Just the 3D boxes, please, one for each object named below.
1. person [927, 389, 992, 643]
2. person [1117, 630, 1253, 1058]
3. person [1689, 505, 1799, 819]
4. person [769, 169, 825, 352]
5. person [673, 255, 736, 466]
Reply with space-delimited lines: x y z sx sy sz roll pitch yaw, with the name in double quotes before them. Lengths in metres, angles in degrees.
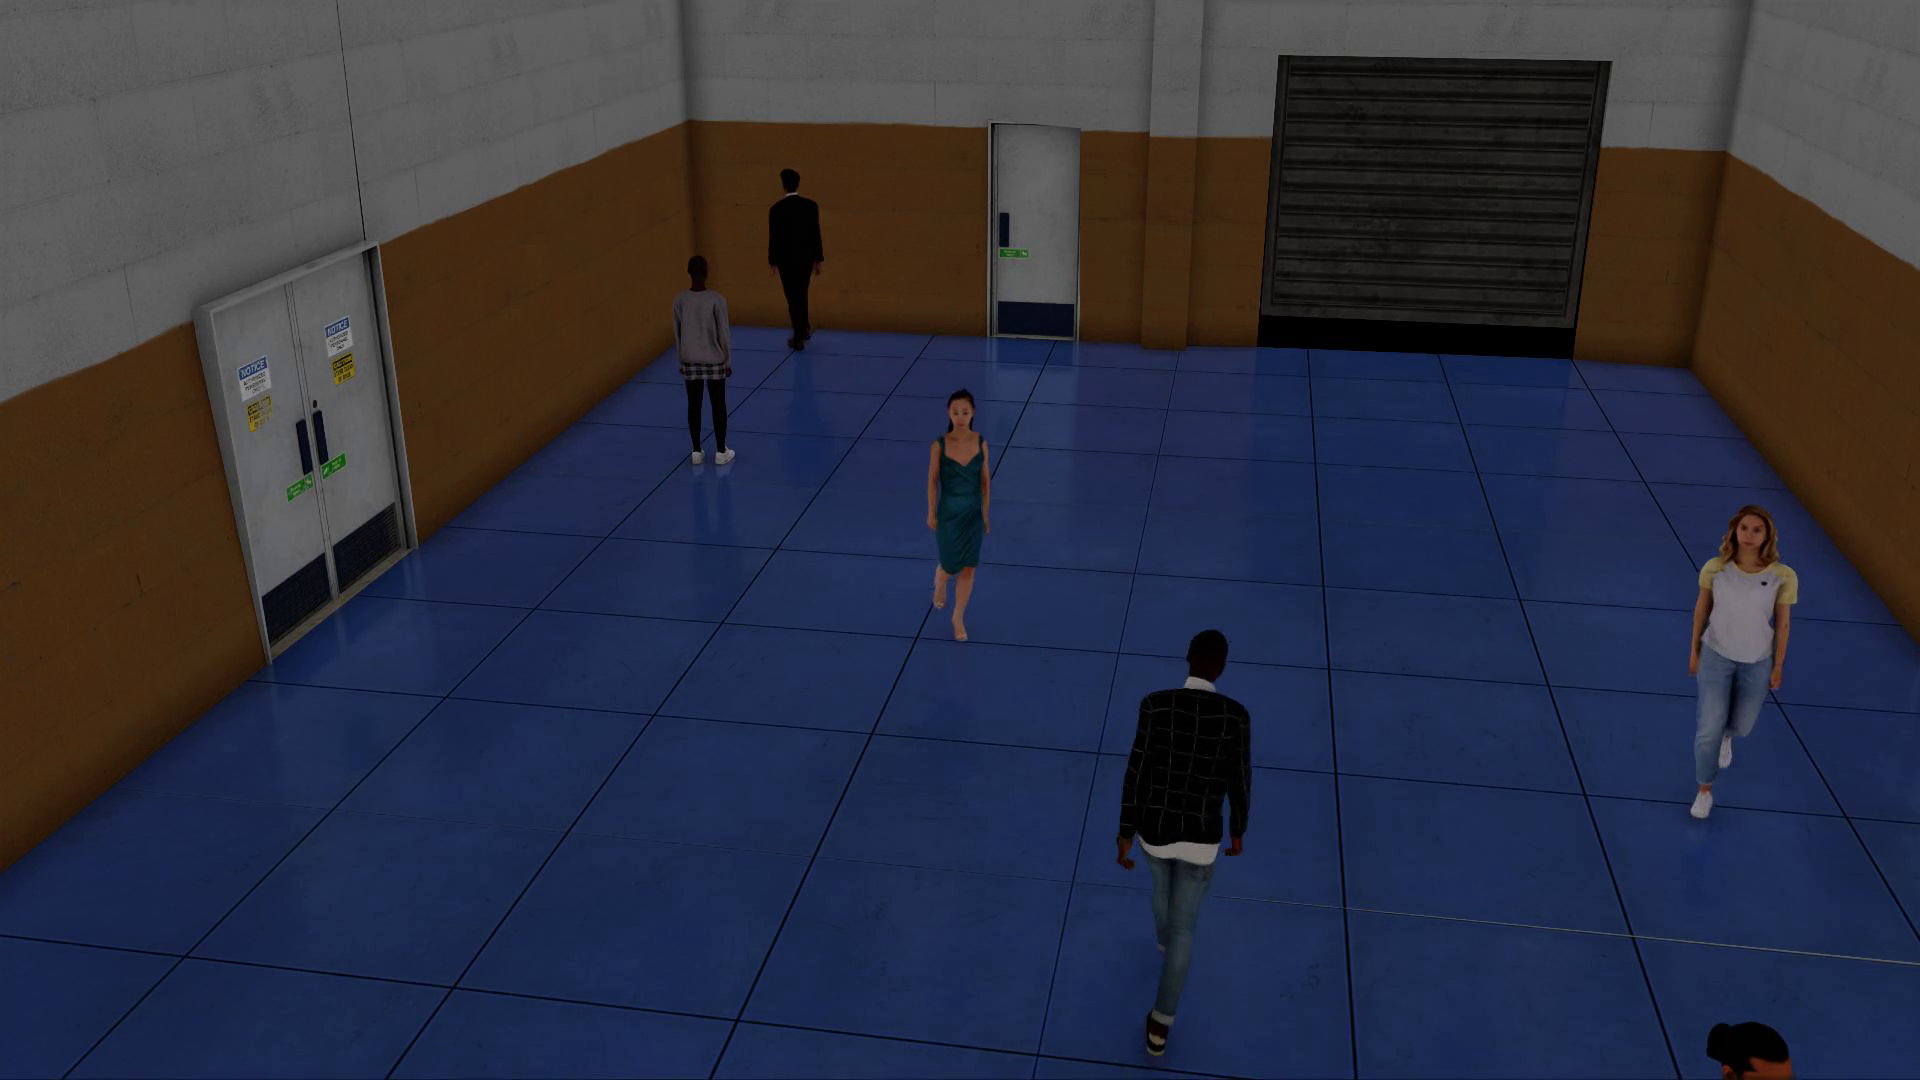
"person" -0.014 -0.169 10.725 0.742 1.677 0.757 -5 22 -12
"person" 0.893 1.305 6.953 1.081 1.753 0.803 2 22 6
"person" 4.073 0.608 8.730 0.931 1.706 0.839 11 24 24
"person" -1.667 -2.874 17.203 0.793 1.866 0.887 -11 24 -25
"person" -2.150 -1.502 13.915 0.472 1.771 0.687 2 22 6
